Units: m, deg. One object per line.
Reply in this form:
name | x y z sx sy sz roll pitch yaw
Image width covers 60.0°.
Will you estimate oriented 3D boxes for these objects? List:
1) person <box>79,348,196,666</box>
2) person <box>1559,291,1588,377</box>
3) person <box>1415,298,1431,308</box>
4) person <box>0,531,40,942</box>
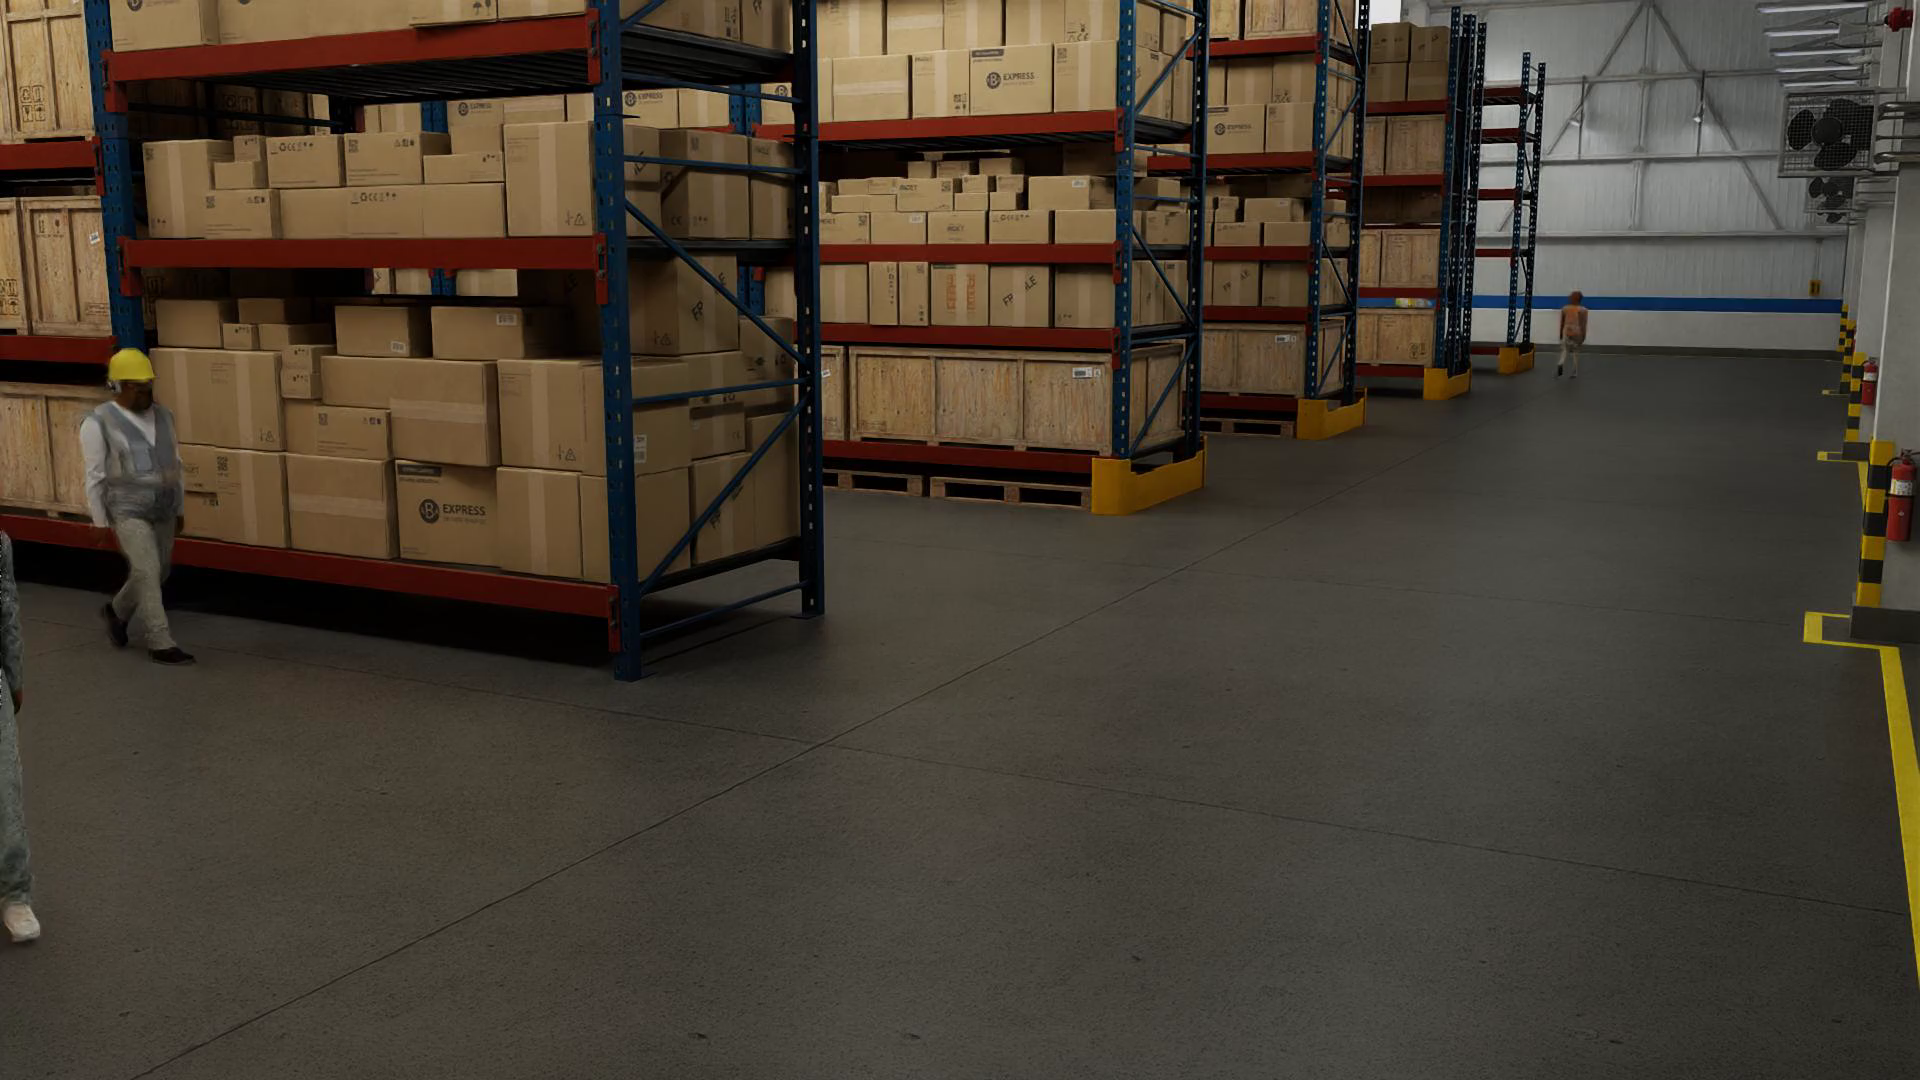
person | -4.722 -0.198 9.501 0.779 1.810 0.599 4 11 24
person | 11.439 -3.838 31.085 0.527 1.625 0.482 7 12 37
person | 8.787 -4.111 31.814 0.645 1.923 0.559 5 11 26
person | -3.406 0.516 5.594 0.483 1.720 0.726 -6 11 -31
